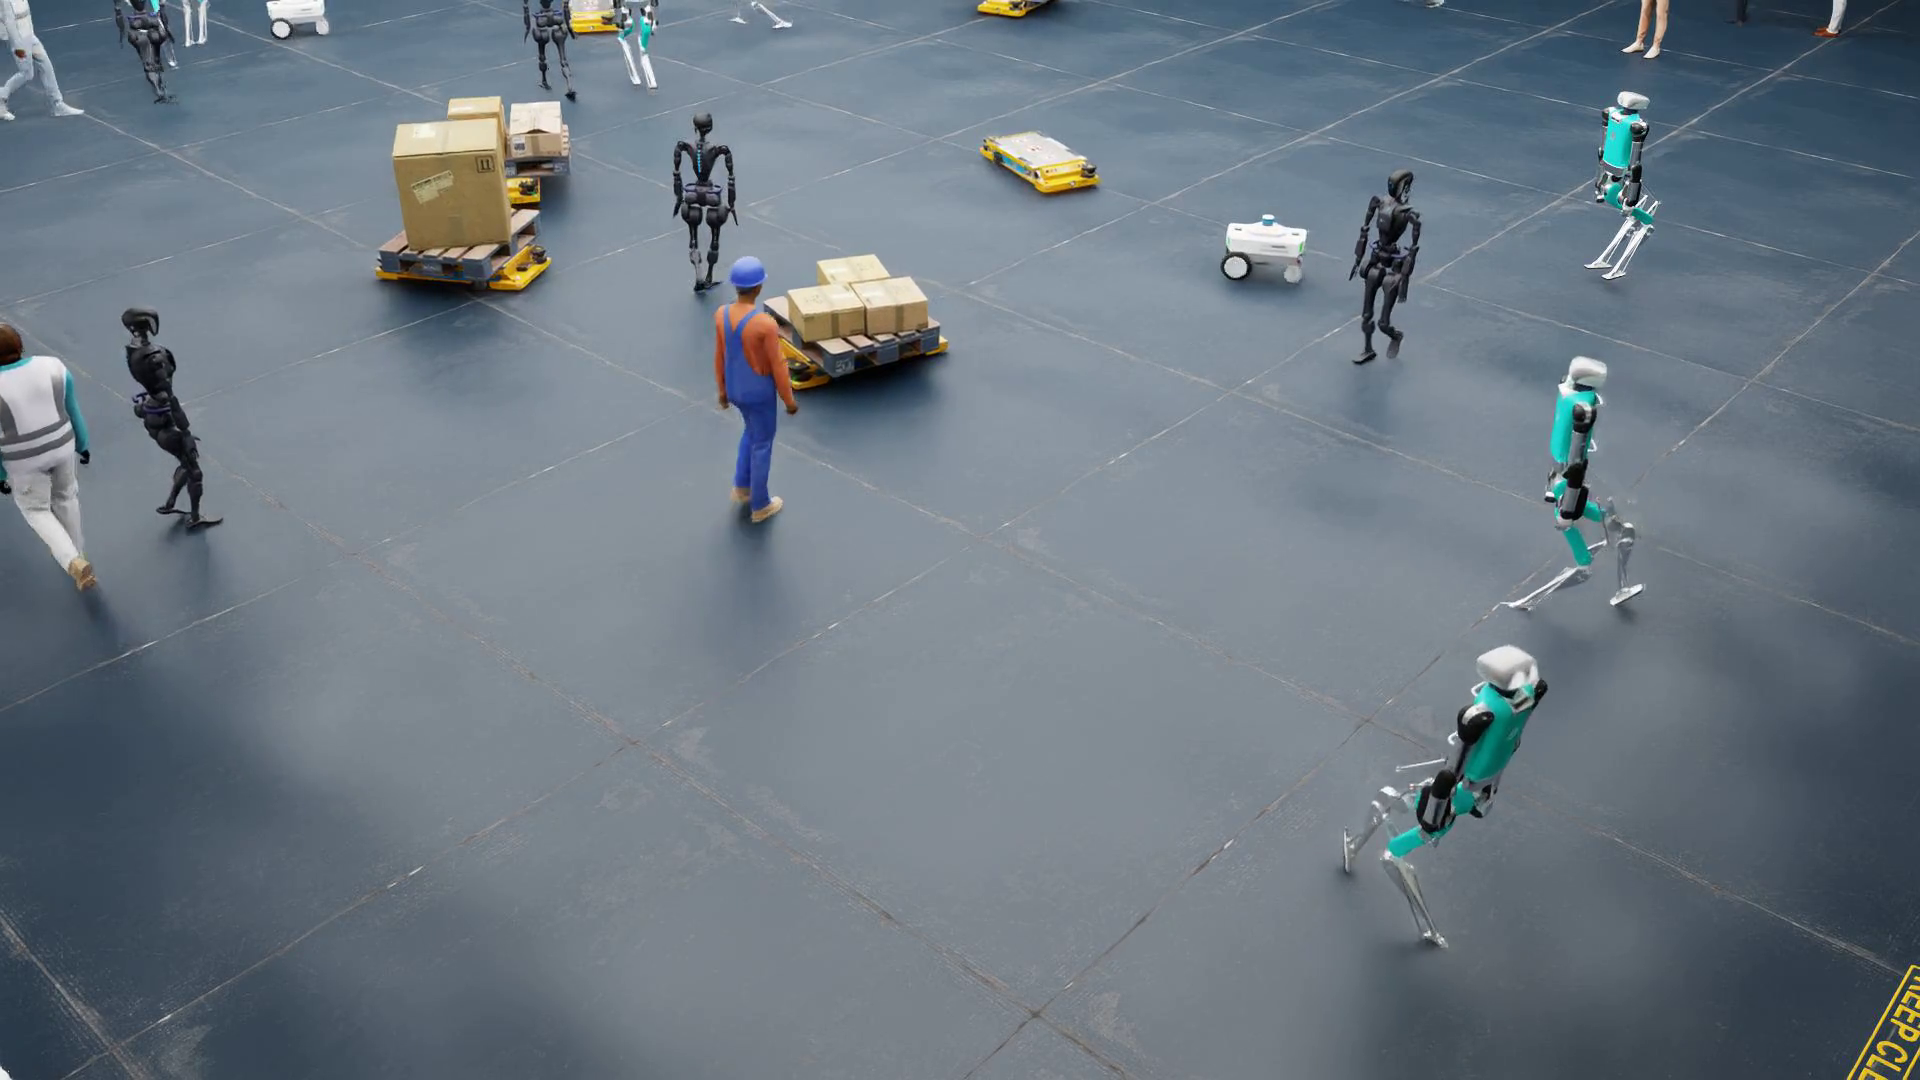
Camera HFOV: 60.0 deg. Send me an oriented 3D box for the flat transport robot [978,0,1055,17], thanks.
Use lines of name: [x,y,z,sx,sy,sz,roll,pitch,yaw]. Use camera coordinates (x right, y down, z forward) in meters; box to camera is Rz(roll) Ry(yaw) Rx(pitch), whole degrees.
flat transport robot: [0.881,-7.683,23.526,0.659,0.231,1.431,17,36,26]

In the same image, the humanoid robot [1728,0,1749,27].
humanoid robot: [10.603,-7.771,22.329,0.364,1.648,0.584,-16,35,-24]

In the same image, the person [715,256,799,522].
person: [-1.373,-1.005,11.233,0.542,1.898,0.430,21,38,30]

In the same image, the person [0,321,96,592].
person: [-5.798,-0.514,10.509,0.730,1.823,0.626,24,39,33]

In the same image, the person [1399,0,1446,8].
person: [6.506,-8.358,23.198,0.962,1.755,0.564,28,41,37]

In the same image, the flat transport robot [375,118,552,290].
flat transport robot: [-4.549,-2.555,15.269,1.431,0.231,0.659,7,32,11]

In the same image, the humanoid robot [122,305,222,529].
humanoid robot: [-5.313,-0.808,11.120,0.348,1.638,0.594,-26,40,-35]

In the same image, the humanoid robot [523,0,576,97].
humanoid robot: [-4.858,-6.080,19.666,0.609,1.634,0.802,-16,35,-24]

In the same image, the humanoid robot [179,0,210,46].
humanoid robot: [-10.018,-7.221,21.416,0.536,1.798,0.769,3,32,4]

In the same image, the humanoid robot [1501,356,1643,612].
humanoid robot: [4.002,-0.279,10.247,0.986,1.779,0.538,4,32,6]

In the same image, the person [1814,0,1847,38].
person: [11.632,-7.553,21.853,0.372,1.825,0.497,15,35,22]

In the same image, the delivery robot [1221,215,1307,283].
delivery robot: [2.767,-2.667,15.184,0.795,0.602,0.499,7,33,11]

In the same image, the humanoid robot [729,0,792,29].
humanoid robot: [-2.783,-7.614,22.071,1.036,1.773,0.545,-5,32,-8]

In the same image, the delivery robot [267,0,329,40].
delivery robot: [-8.853,-6.999,22.170,0.816,0.612,0.499,-11,33,-17]

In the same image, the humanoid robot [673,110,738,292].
humanoid robot: [-2.260,-2.953,14.590,0.597,1.632,0.478,3,32,5]

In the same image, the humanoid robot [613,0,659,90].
humanoid robot: [-3.844,-6.197,19.719,0.548,1.736,0.960,-10,33,-16]

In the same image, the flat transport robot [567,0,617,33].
flat transport robot: [-5.050,-7.241,22.814,0.659,0.231,1.431,-5,32,-8]

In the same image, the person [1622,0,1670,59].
person: [8.824,-7.042,20.978,0.372,1.869,0.511,-18,36,-26]

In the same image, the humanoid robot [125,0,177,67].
humanoid robot: [-10.100,-6.779,20.686,0.558,1.767,0.853,-19,37,-28]

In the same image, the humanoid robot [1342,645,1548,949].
humanoid robot: [2.179,1.114,7.992,0.554,1.760,0.992,-23,38,-32]

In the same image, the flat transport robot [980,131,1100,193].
flat transport robot: [0.832,-4.024,17.633,0.659,0.231,1.431,-15,35,-23]

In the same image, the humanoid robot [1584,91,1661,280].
humanoid robot: [5.961,-3.142,14.695,0.735,1.677,0.533,-9,33,-15]

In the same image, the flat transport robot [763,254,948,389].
flat transport robot: [-0.874,-1.595,13.722,1.431,0.231,0.659,-19,36,-27]

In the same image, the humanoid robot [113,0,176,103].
humanoid robot: [-9.565,-5.985,19.520,0.614,1.626,0.745,-22,38,-31]

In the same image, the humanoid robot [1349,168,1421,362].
humanoid robot: [3.435,-2.206,13.367,0.442,1.642,0.585,-24,39,-34]

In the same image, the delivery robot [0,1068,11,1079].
delivery robot: [-4.059,2.562,6.774,0.499,0.613,0.796,-11,33,-17]

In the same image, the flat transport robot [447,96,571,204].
flat transport robot: [-4.655,-3.818,17.302,0.659,0.231,1.431,-6,32,-10]

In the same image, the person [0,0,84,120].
person: [-10.646,-5.673,18.758,0.844,1.892,0.597,-7,33,-12]
